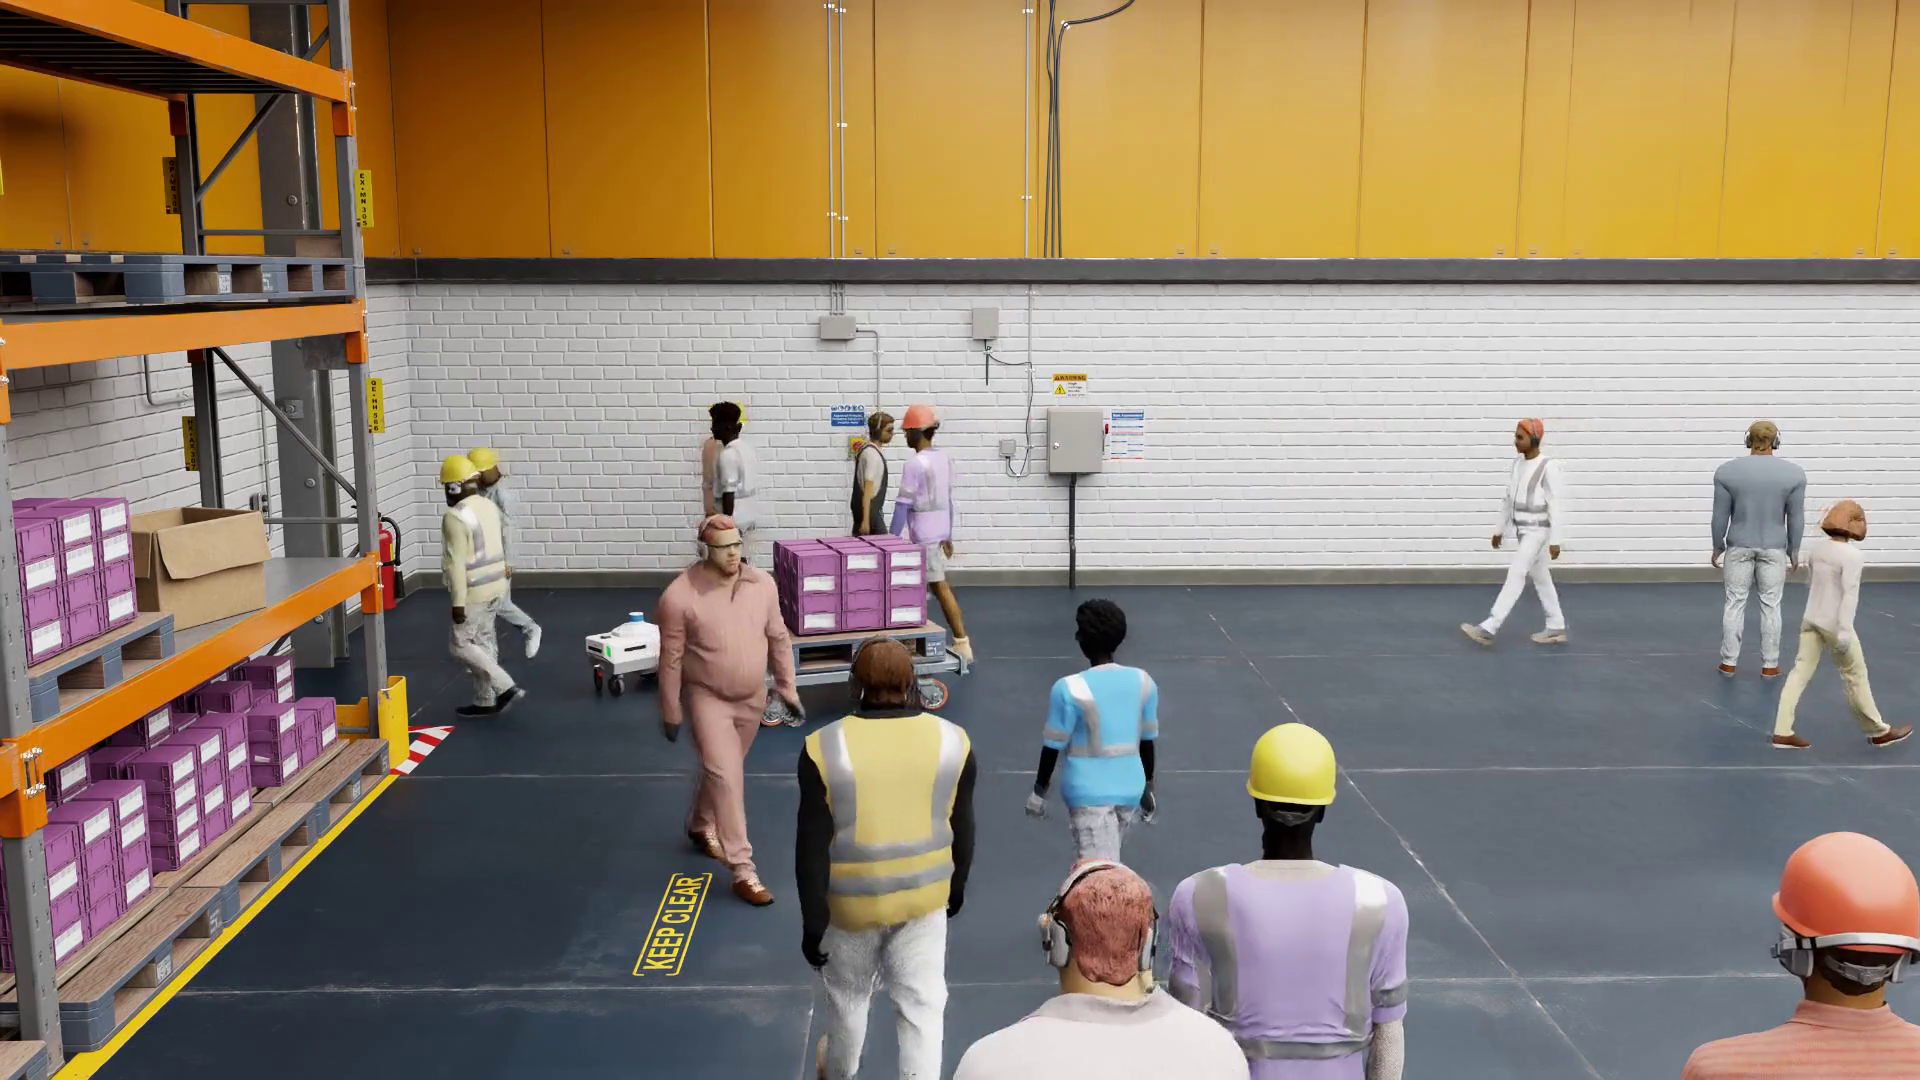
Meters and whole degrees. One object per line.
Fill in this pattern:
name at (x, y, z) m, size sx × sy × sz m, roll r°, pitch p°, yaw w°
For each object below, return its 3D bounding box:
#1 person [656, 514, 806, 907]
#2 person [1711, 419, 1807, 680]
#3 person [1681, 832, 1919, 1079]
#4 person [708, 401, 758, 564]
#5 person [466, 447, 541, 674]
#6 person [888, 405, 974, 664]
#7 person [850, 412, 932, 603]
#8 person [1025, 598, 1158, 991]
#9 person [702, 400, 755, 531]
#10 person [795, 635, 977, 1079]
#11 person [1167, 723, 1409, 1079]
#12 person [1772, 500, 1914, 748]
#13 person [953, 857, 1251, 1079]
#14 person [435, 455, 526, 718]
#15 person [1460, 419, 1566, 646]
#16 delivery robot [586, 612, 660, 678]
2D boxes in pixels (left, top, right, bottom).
person at (-1.169, 0.778, 8.251) m, size 0.648 × 1.859 × 1.006 m, roll -8°, pitch 12°, yaw -40°
person at (5.886, 0.072, 12.310) m, size 0.628 × 1.935 × 0.373 m, roll 4°, pitch 10°, yaw 25°
person at (1.639, 1.529, 3.191) m, size 0.612 × 1.995 × 0.377 m, roll 0°, pitch 9°, yaw -1°
person at (-1.892, -0.181, 13.804) m, size 0.411 × 1.954 × 0.625 m, roll 2°, pitch 10°, yaw 13°
person at (-3.499, 0.131, 12.575) m, size 0.498 × 1.718 × 0.552 m, roll 6°, pitch 11°, yaw 34°
person at (-0.325, -0.039, 12.831) m, size 1.036 × 1.987 × 0.640 m, roll 4°, pitch 10°, yaw 22°
person at (-0.713, -0.231, 14.589) m, size 0.955 × 1.783 × 0.654 m, roll -2°, pitch 9°, yaw -10°
person at (0.584, 1.071, 7.073) m, size 0.542 × 1.646 × 0.881 m, roll -7°, pitch 12°, yaw -36°
person at (-2.034, -0.274, 14.557) m, size 0.416 × 1.897 × 0.587 m, roll -5°, pitch 10°, yaw -28°
person at (-0.268, 1.210, 5.741) m, size 0.651 × 1.798 × 0.929 m, roll -2°, pitch 10°, yaw -15°
person at (0.805, 1.403, 4.165) m, size 0.585 × 1.928 × 0.369 m, roll 1°, pitch 9°, yaw 4°
person at (5.563, 0.542, 10.460) m, size 0.862 × 1.581 × 0.510 m, roll -1°, pitch 9°, yaw -7°
person at (0.240, 1.571, 3.416) m, size 0.650 × 1.836 × 1.040 m, roll -5°, pitch 11°, yaw -30°
person at (-3.221, 0.334, 11.098) m, size 0.535 × 1.810 × 0.630 m, roll 2°, pitch 9°, yaw 10°
person at (4.499, -0.055, 13.383) m, size 0.989 × 1.828 × 0.605 m, roll -1°, pitch 9°, yaw -9°
delivery robot at (-2.329, 0.764, 11.994) m, size 0.707 × 0.478 × 0.477 m, roll -9°, pitch 13°, yaw -43°
